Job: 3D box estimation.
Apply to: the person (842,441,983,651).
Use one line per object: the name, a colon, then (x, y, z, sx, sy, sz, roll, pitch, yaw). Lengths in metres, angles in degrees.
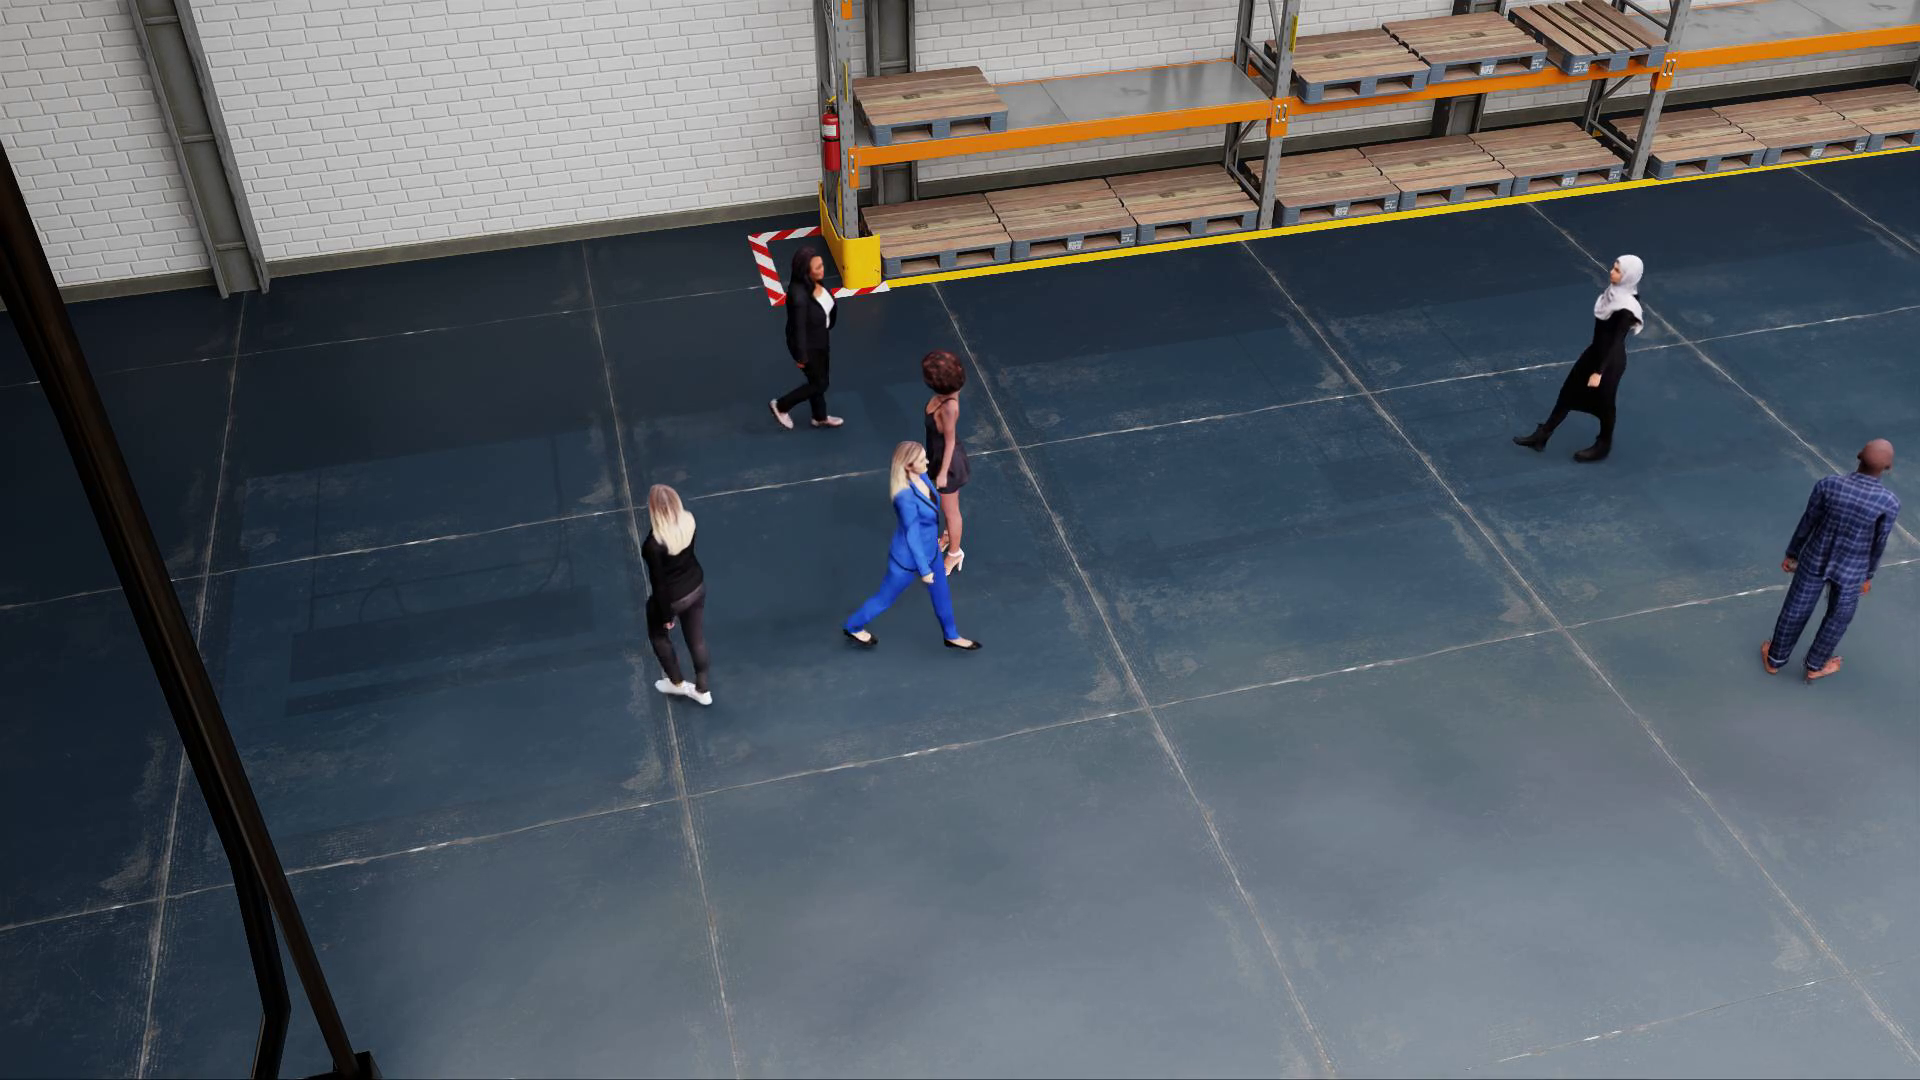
person: (-0.411, 0.098, 10.661, 1.242, 1.660, 0.957, 6, 39, 8)

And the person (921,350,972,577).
person: (-0.092, -0.535, 11.352, 0.602, 1.788, 0.607, -3, 39, -3)

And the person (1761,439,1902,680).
person: (5.505, 0.151, 10.467, 0.831, 1.819, 0.873, 19, 42, 22)

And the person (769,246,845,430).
person: (-1.225, -1.515, 12.726, 0.895, 1.602, 0.780, 2, 39, 3)

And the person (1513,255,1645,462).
person: (4.866, -1.306, 12.342, 1.027, 1.756, 0.773, -1, 39, -1)

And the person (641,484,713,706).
person: (-1.672, 0.388, 10.291, 0.801, 1.669, 0.728, 26, 46, 29)
